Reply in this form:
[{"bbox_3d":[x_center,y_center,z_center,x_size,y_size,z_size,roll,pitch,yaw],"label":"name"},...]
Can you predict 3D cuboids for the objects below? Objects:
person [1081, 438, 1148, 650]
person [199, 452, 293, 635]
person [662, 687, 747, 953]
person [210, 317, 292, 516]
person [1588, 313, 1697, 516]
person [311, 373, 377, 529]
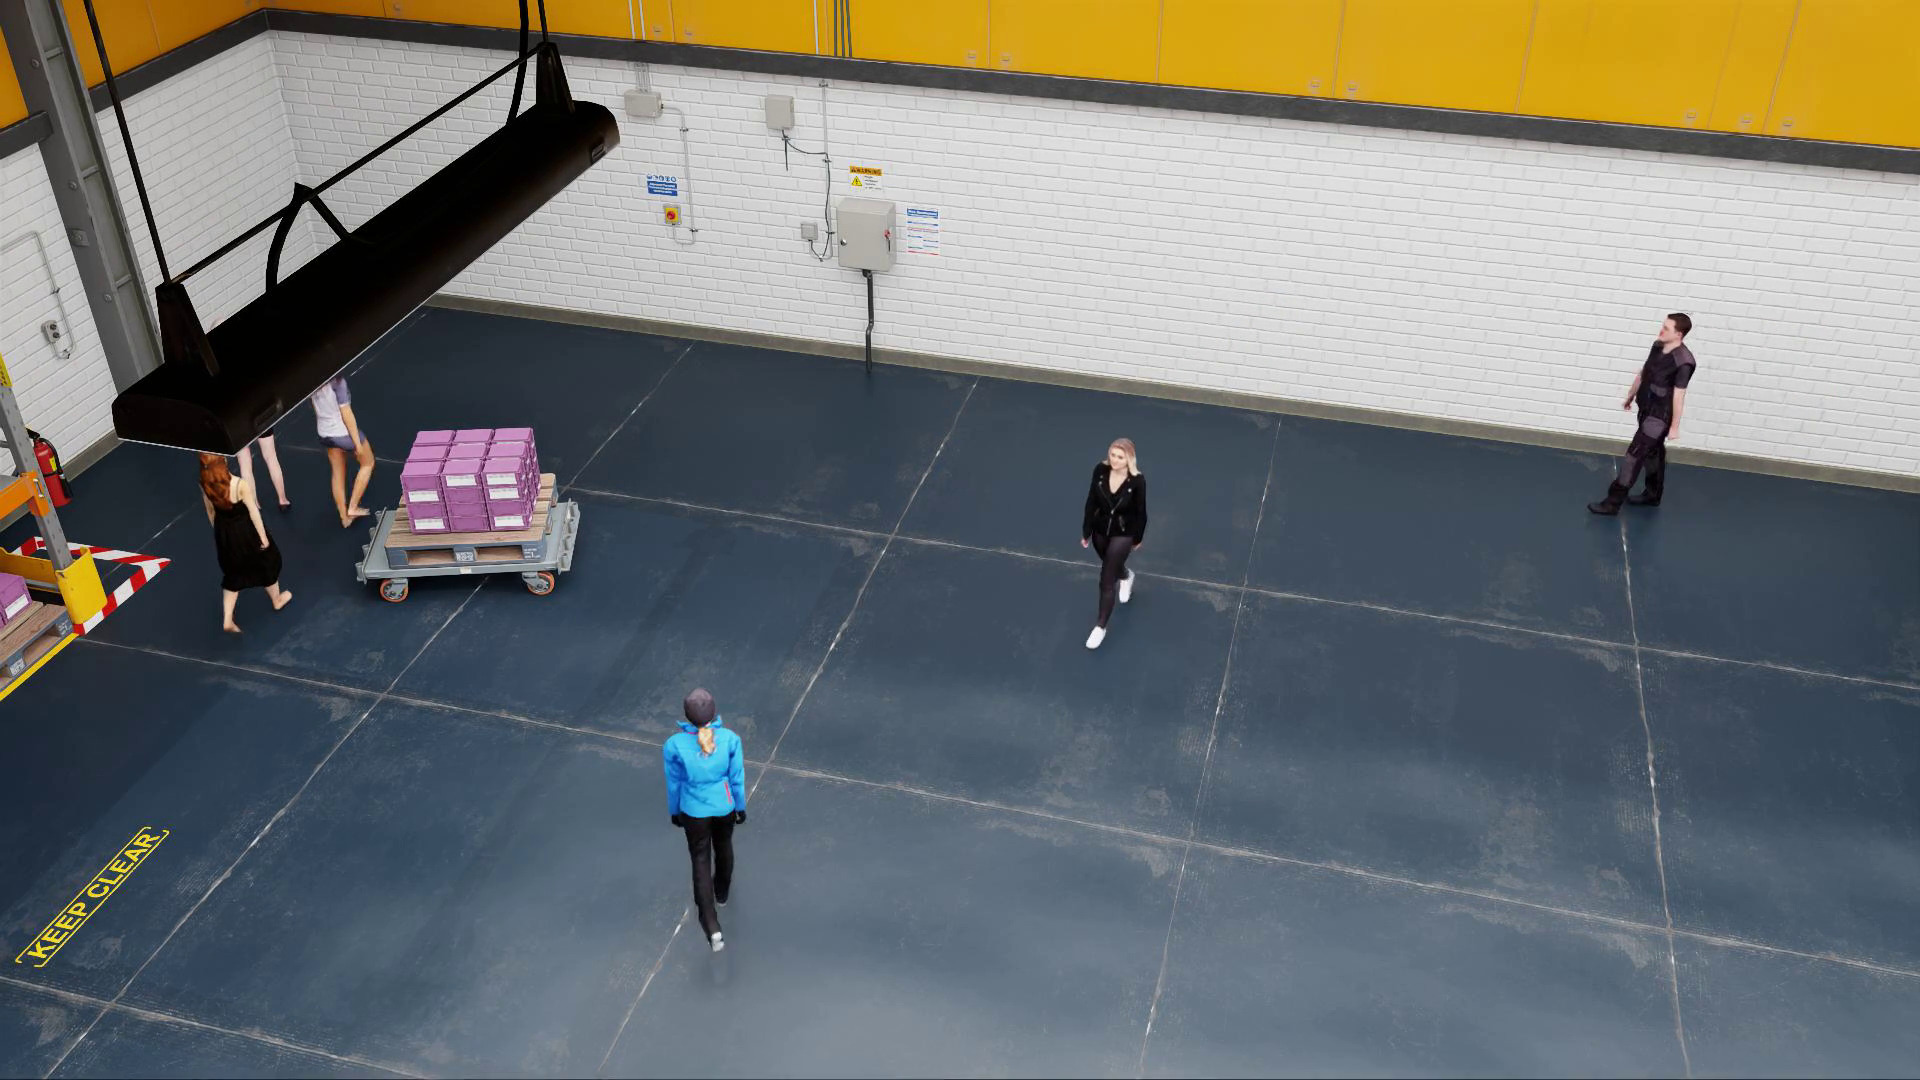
[{"bbox_3d":[1.190,-0.071,12.571,0.792,1.651,1.200,17,37,24],"label":"person"},{"bbox_3d":[-5.459,0.005,12.500,0.674,1.603,0.995,3,34,5],"label":"person"},{"bbox_3d":[-1.485,1.658,9.858,0.895,1.774,1.144,-5,34,-7],"label":"person"},{"bbox_3d":[-5.922,-1.011,13.822,0.643,1.830,0.674,-12,36,-18],"label":"person"},{"bbox_3d":[5.895,-1.037,13.869,0.969,1.823,0.973,-1,34,-1],"label":"person"},{"bbox_3d":[-5.128,-0.827,13.646,0.710,1.719,0.657,13,36,18],"label":"person"}]
